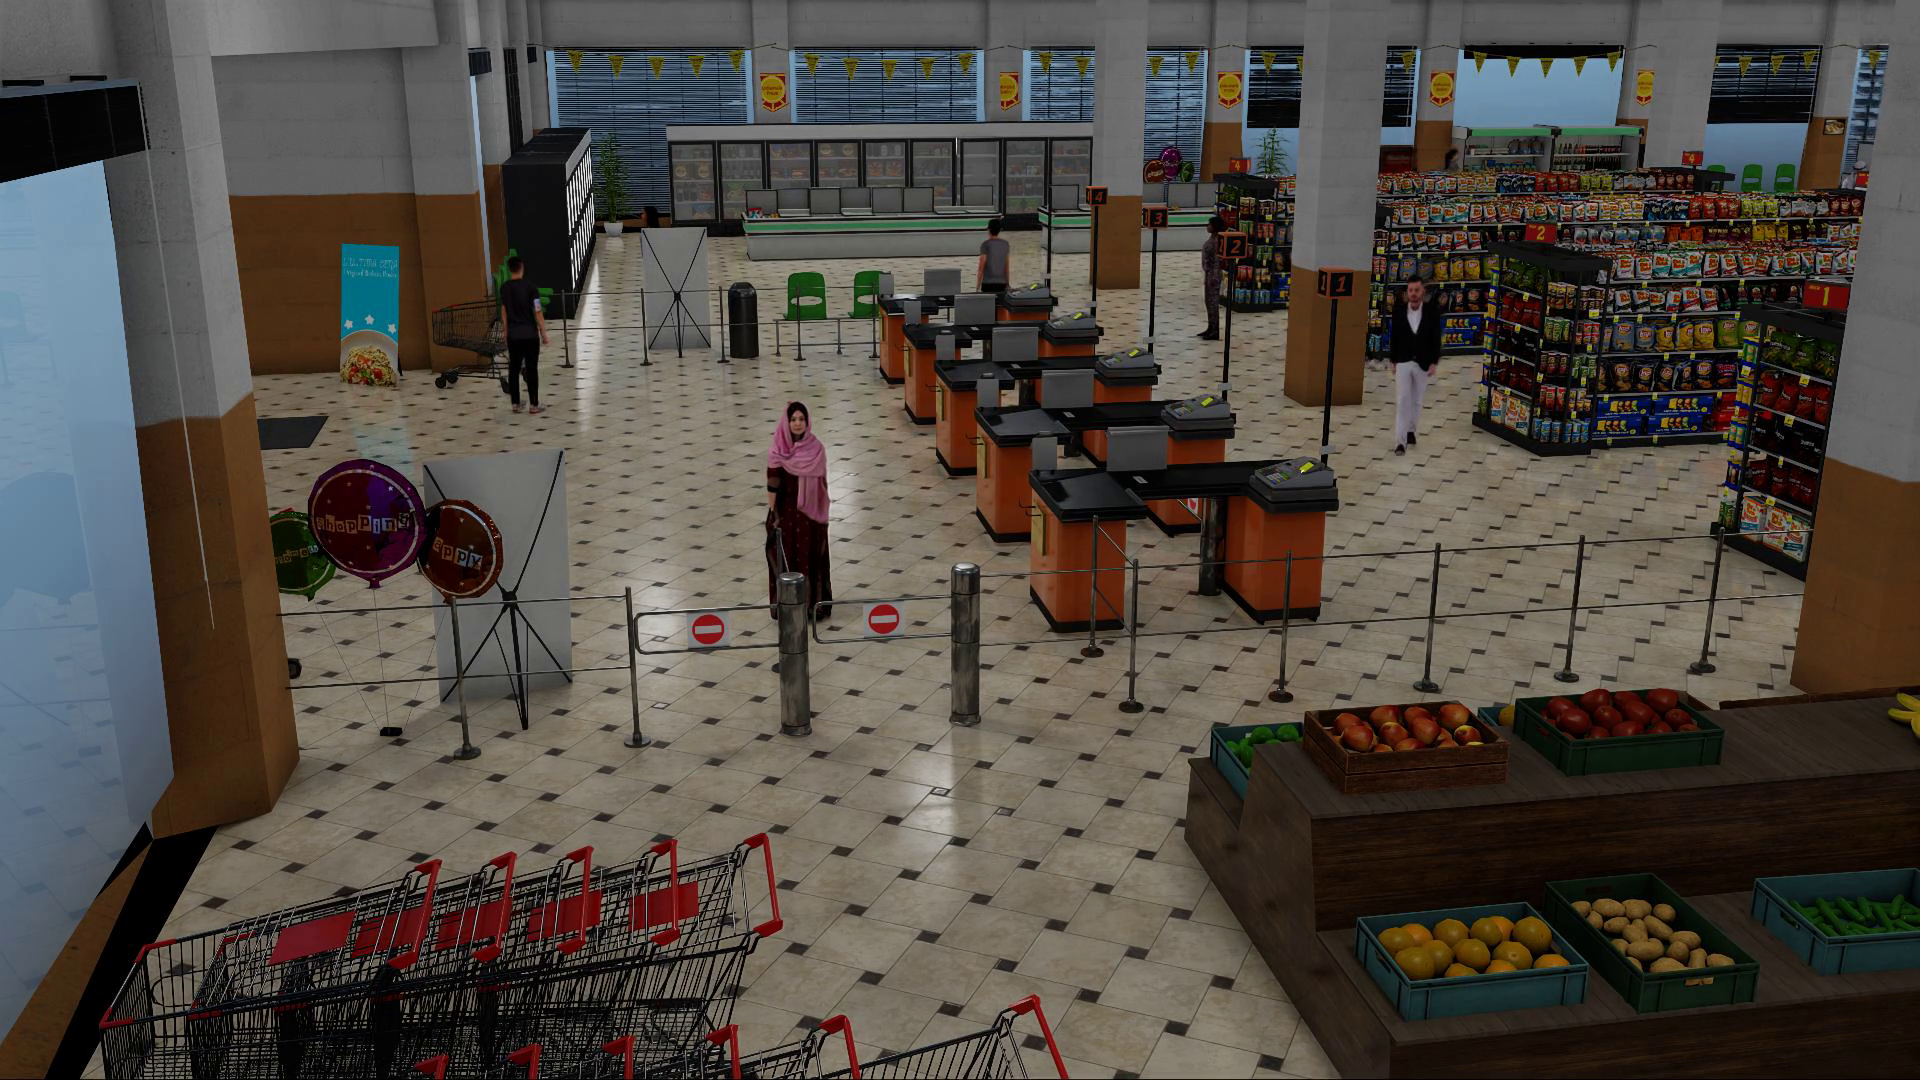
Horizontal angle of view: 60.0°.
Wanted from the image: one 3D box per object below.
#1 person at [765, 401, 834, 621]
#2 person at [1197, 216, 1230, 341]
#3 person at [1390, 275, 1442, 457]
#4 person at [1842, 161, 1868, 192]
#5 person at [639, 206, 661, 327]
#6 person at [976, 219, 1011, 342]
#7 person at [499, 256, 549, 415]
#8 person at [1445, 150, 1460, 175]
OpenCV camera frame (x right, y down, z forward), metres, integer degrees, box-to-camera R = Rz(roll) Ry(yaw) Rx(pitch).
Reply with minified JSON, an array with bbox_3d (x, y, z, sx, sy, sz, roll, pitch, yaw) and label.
[{"bbox_3d":[-1.174,-0.206,12.030,0.632,1.637,0.784,-8,19,-24],"label":"person"},{"bbox_3d":[3.552,-3.674,23.318,0.584,1.713,0.590,-1,17,-4],"label":"person"},{"bbox_3d":[4.621,-1.756,16.894,1.291,1.775,1.094,5,17,15],"label":"person"},{"bbox_3d":[16.462,-6.011,30.649,0.798,1.927,0.847,13,21,37],"label":"person"},{"bbox_3d":[-4.523,-4.042,24.490,0.537,1.736,0.622,-4,17,-14],"label":"person"},{"bbox_3d":[0.496,-3.445,22.551,1.160,1.722,1.042,-12,21,-35],"label":"person"},{"bbox_3d":[-4.919,-2.301,18.715,0.670,1.761,0.790,4,17,13],"label":"person"},{"bbox_3d":[10.914,-7.905,37.334,0.576,1.665,0.625,-3,17,-11],"label":"person"}]
